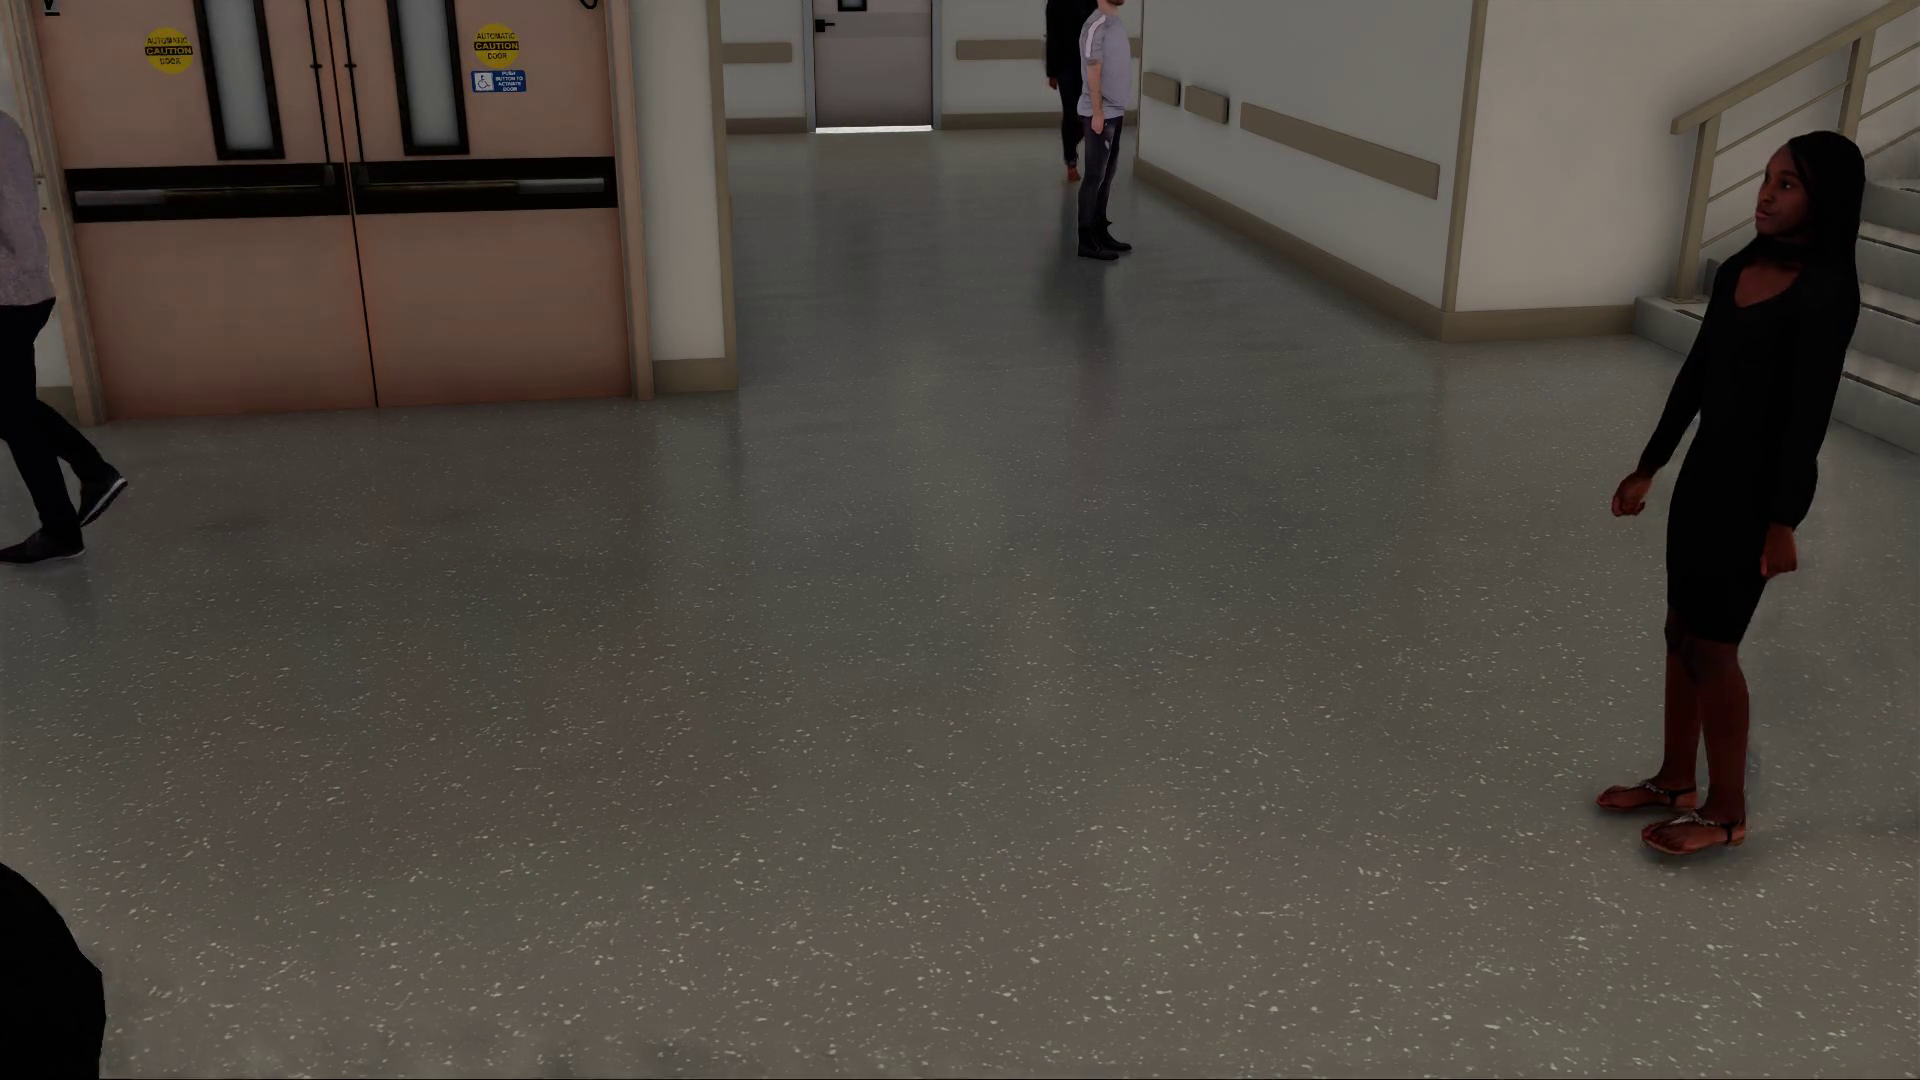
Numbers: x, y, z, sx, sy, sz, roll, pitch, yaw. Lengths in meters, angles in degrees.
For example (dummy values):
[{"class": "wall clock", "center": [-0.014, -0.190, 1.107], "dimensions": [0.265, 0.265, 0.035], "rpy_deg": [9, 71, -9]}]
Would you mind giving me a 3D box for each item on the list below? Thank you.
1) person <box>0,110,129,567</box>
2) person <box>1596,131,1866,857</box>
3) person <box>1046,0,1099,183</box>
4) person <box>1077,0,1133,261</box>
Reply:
[{"class": "person", "center": [-3.196, -0.825, 5.726], "dimensions": [0.677, 1.828, 0.723], "rpy_deg": [-5, 21, -13]}, {"class": "person", "center": [1.898, -0.100, 3.966], "dimensions": [0.612, 1.719, 0.658], "rpy_deg": [-1, 21, -3]}, {"class": "person", "center": [0.984, -3.963, 14.049], "dimensions": [0.931, 1.802, 0.783], "rpy_deg": [-5, 21, -12]}, {"class": "person", "center": [0.937, -2.807, 10.954], "dimensions": [0.769, 1.832, 0.751], "rpy_deg": [8, 22, 21]}]
